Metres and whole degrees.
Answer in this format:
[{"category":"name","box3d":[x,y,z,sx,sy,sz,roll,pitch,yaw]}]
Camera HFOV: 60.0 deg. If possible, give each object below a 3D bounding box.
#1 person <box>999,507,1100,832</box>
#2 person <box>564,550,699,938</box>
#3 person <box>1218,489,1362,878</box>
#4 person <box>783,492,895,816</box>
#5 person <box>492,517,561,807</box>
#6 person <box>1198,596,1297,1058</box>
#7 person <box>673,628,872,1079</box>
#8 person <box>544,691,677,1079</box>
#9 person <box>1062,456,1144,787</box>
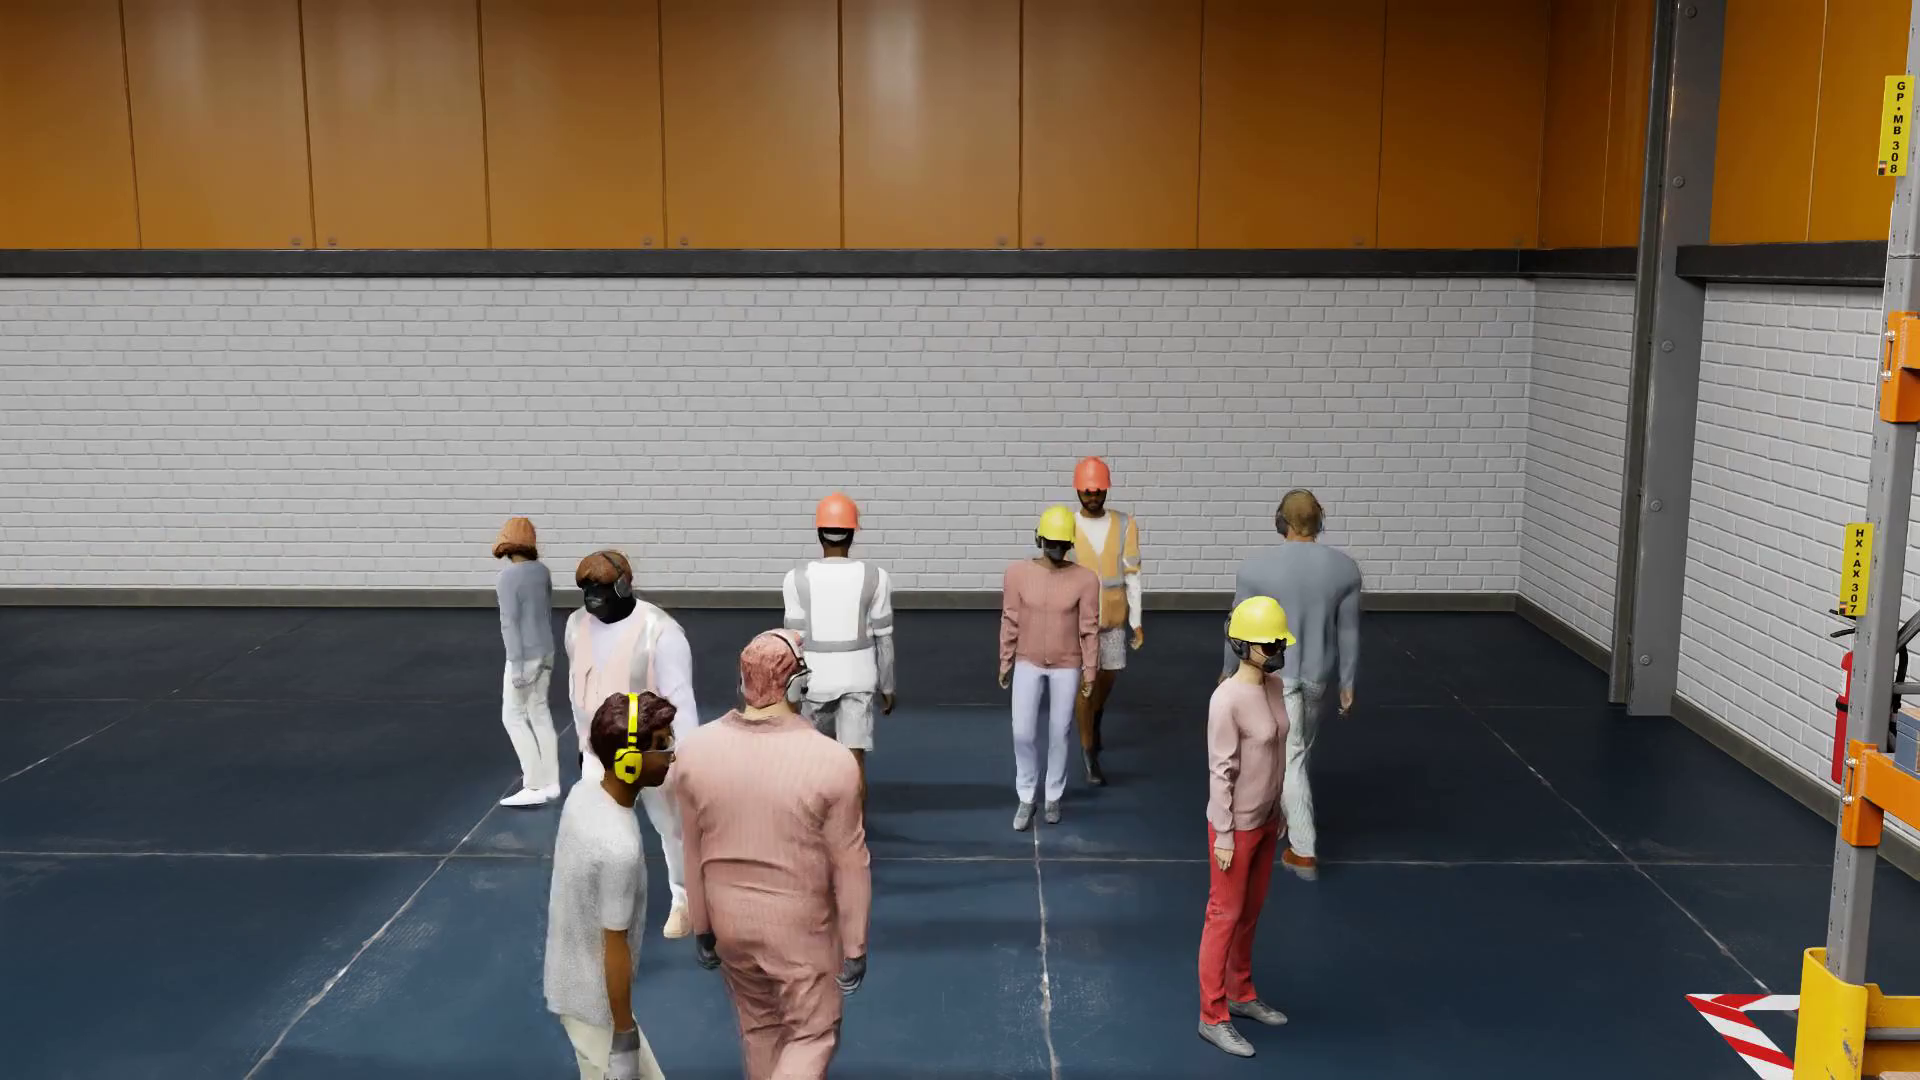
[{"category":"person","box3d":[0.471,0.685,8.835,0.538,1.740,0.565,1,10,5]},{"category":"person","box3d":[-1.435,0.939,7.188,0.748,1.781,0.950,4,10,23]},{"category":"person","box3d":[1.671,0.678,8.463,0.648,1.883,1.011,-2,10,-10]},{"category":"person","box3d":[-0.601,0.708,8.329,0.552,1.891,1.035,0,9,-3]},{"category":"person","box3d":[-2.432,0.672,9.359,0.410,1.597,0.537,3,10,18]},{"category":"person","box3d":[1.127,1.082,6.416,0.317,1.767,0.534,6,11,34]},{"category":"person","box3d":[-0.600,1.223,5.244,0.649,1.883,0.749,4,10,20]},{"category":"person","box3d":[-1.019,1.323,4.750,0.448,1.837,0.542,-4,10,-21]},{"category":"person","box3d":[0.785,0.430,9.904,0.542,1.909,0.926,-1,10,-9]}]
